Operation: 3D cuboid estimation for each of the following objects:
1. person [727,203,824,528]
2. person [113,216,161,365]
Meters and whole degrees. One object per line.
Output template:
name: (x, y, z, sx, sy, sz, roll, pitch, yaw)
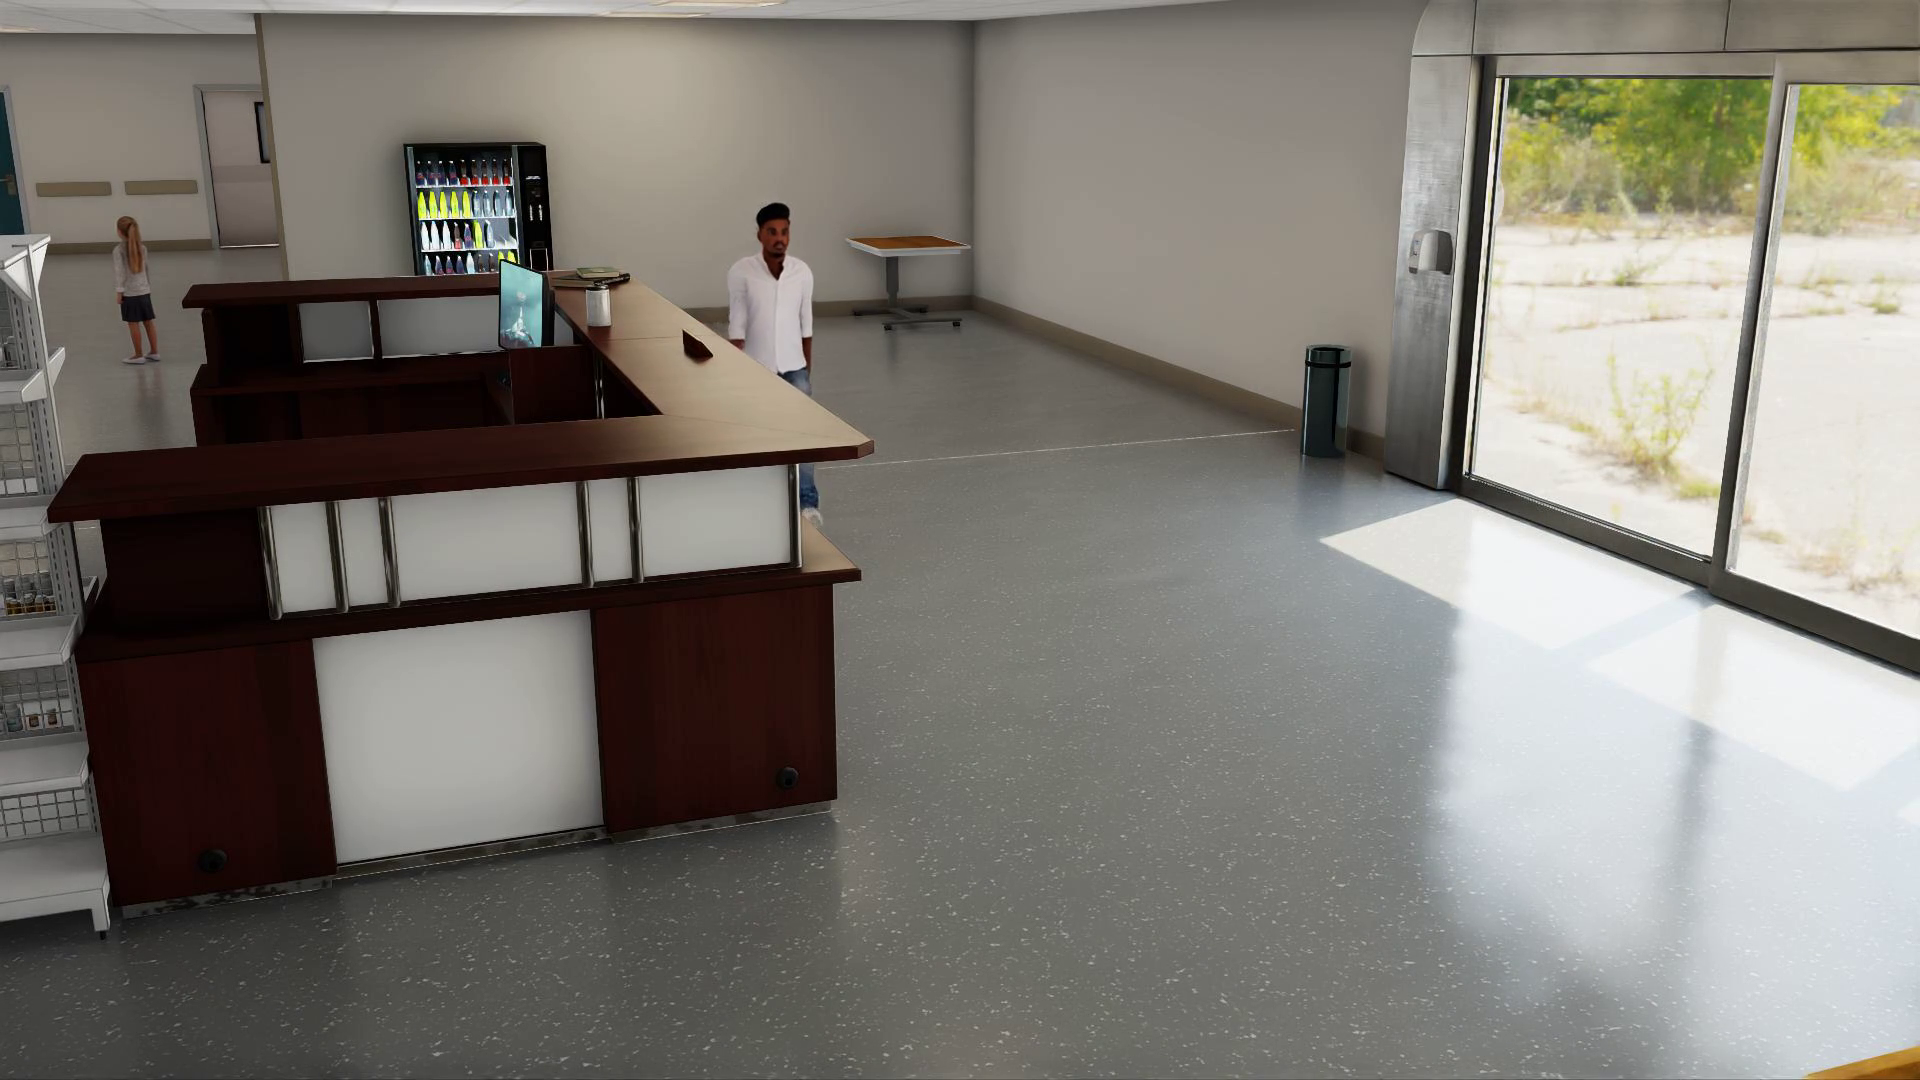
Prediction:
person: (-1.069, -0.970, 9.324, 1.014, 1.773, 0.765, -4, 16, -14)
person: (-7.238, -2.198, 14.582, 0.657, 1.276, 0.602, 6, 17, 20)
